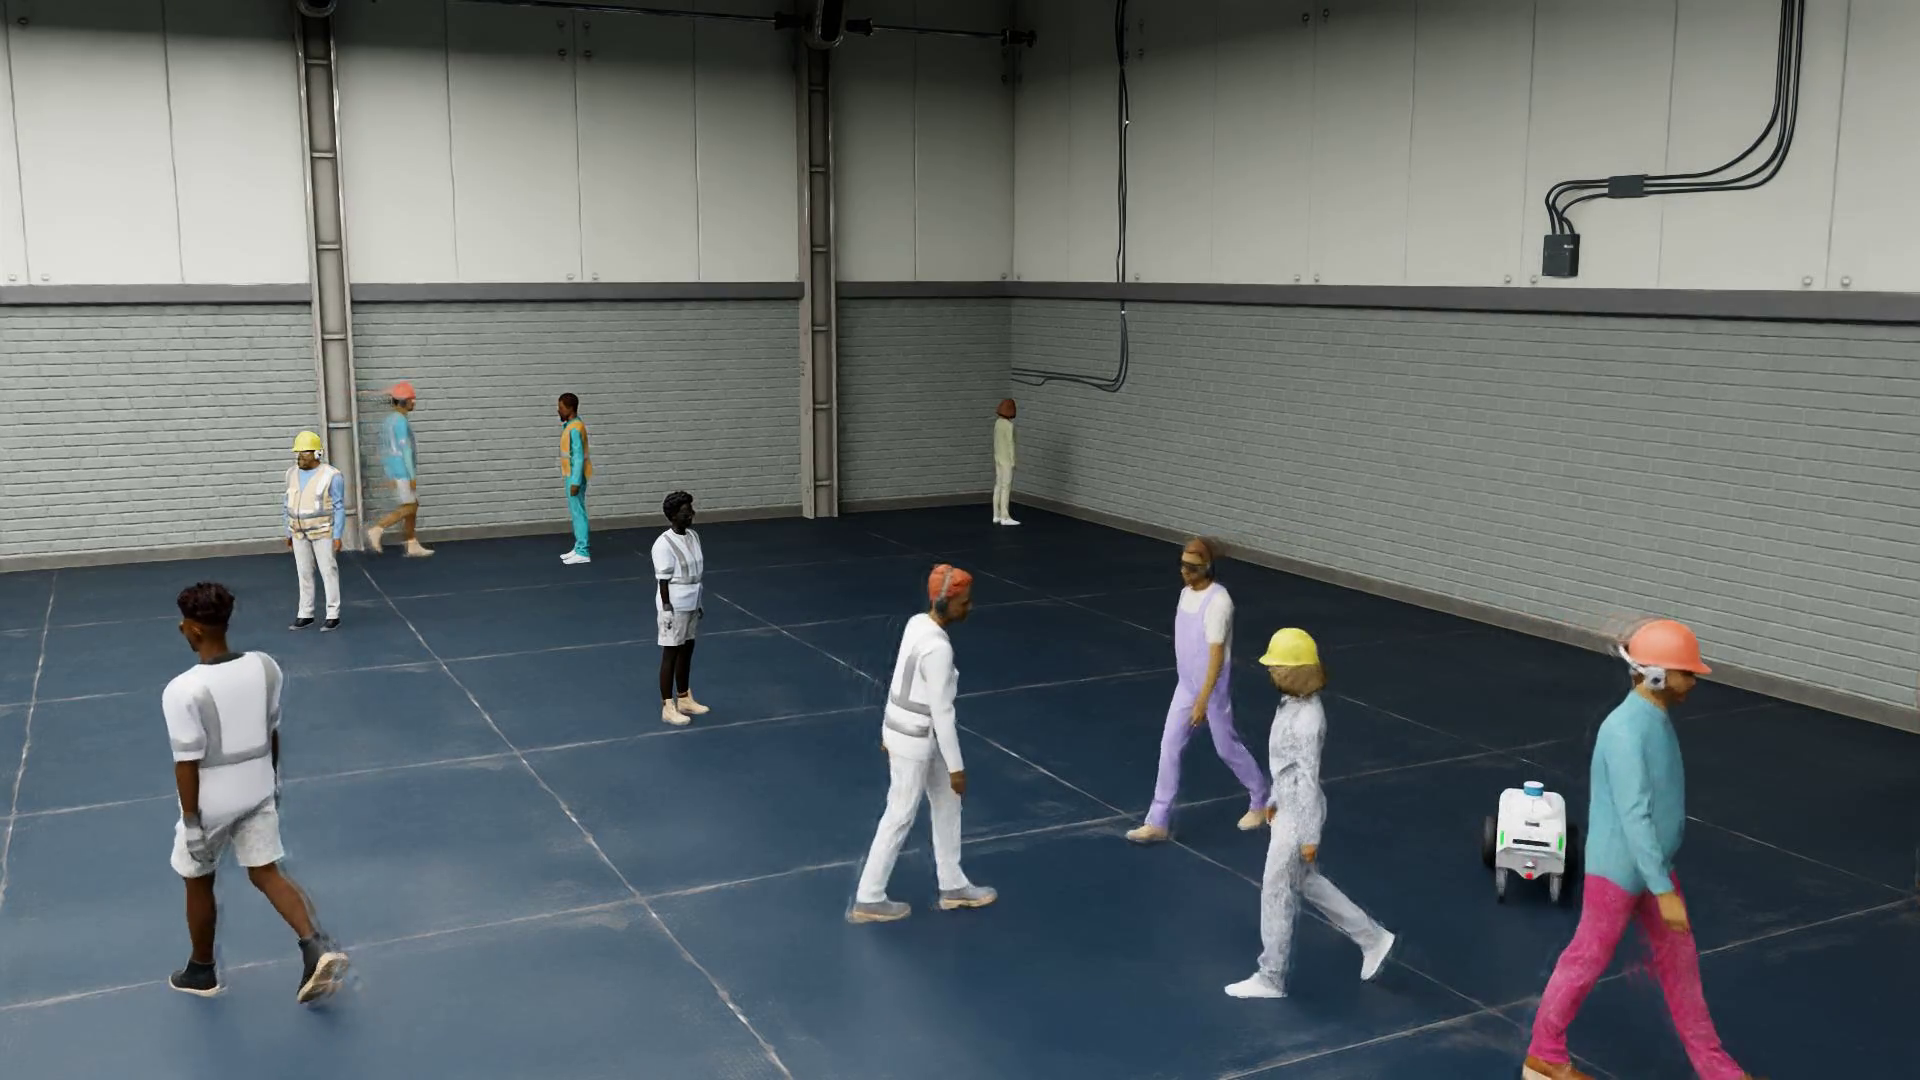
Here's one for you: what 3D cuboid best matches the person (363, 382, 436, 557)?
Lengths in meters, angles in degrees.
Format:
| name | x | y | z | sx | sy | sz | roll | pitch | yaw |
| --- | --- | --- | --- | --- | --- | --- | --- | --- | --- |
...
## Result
| name | x | y | z | sx | sy | sz | roll | pitch | yaw |
| --- | --- | --- | --- | --- | --- | --- | --- | --- | --- |
| person | -6.391 | -0.778 | 18.867 | 0.686 | 2.028 | 0.621 | -4 | 10 | -23 |

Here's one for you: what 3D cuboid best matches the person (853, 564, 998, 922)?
| name | x | y | z | sx | sy | sz | roll | pitch | yaw |
| --- | --- | --- | --- | --- | --- | --- | --- | --- | --- |
| person | -0.152 | 1.023 | 8.316 | 0.858 | 1.839 | 0.604 | -1 | 9 | -7 |

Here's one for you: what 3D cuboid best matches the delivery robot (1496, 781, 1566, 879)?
| name | x | y | z | sx | sy | sz | roll | pitch | yaw |
| --- | --- | --- | --- | --- | --- | --- | --- | --- | --- |
| delivery robot | 3.047 | 1.532 | 8.866 | 0.477 | 0.478 | 0.707 | 3 | 10 | 19 |

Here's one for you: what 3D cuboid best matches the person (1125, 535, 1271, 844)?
| name | x | y | z | sx | sy | sz | roll | pitch | yaw |
| --- | --- | --- | --- | --- | --- | --- | --- | --- | --- |
| person | 1.438 | 0.849 | 9.577 | 0.986 | 1.811 | 0.499 | -5 | 10 | -27 |

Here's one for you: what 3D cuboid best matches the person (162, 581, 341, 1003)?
| name | x | y | z | sx | sy | sz | roll | pitch | yaw |
| --- | --- | --- | --- | --- | --- | --- | --- | --- | --- |
| person | -3.202 | 1.133 | 7.381 | 0.887 | 1.943 | 0.611 | 5 | 10 | 28 |

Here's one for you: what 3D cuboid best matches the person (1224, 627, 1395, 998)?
| name | x | y | z | sx | sy | sz | roll | pitch | yaw |
| --- | --- | --- | --- | --- | --- | --- | --- | --- | --- |
| person | 1.595 | 1.228 | 7.432 | 0.711 | 1.719 | 0.491 | 1 | 9 | 9 |

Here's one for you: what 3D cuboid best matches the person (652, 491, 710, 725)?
| name | x | y | z | sx | sy | sz | roll | pitch | yaw |
| --- | --- | --- | --- | --- | --- | --- | --- | --- | --- |
| person | -2.031 | 0.483 | 12.109 | 0.316 | 1.696 | 0.541 | 3 | 10 | 19 |

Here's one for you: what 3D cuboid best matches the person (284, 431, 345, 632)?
| name | x | y | z | sx | sy | sz | roll | pitch | yaw |
| --- | --- | --- | --- | --- | --- | --- | --- | --- | --- |
| person | -5.889 | -0.077 | 15.137 | 0.589 | 1.834 | 0.403 | 2 | 9 | 13 |

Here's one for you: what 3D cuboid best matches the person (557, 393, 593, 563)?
| name | x | y | z | sx | sy | sz | roll | pitch | yaw |
| --- | --- | --- | --- | --- | --- | --- | --- | --- | --- |
| person | -4.327 | -0.698 | 18.710 | 0.377 | 1.916 | 0.599 | -3 | 10 | -16 |

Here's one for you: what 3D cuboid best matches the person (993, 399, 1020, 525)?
| name | x | y | z | sx | sy | sz | roll | pitch | yaw |
| --- | --- | --- | --- | --- | --- | --- | --- | --- | --- |
| person | 0.593 | -1.013 | 21.523 | 0.266 | 1.631 | 0.507 | -4 | 10 | -23 |

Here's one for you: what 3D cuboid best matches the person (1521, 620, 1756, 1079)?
| name | x | y | z | sx | sy | sz | roll | pitch | yaw |
| --- | --- | --- | --- | --- | --- | --- | --- | --- | --- |
| person | 2.697 | 1.278 | 6.438 | 0.967 | 1.944 | 0.605 | 8 | 12 | 41 |
